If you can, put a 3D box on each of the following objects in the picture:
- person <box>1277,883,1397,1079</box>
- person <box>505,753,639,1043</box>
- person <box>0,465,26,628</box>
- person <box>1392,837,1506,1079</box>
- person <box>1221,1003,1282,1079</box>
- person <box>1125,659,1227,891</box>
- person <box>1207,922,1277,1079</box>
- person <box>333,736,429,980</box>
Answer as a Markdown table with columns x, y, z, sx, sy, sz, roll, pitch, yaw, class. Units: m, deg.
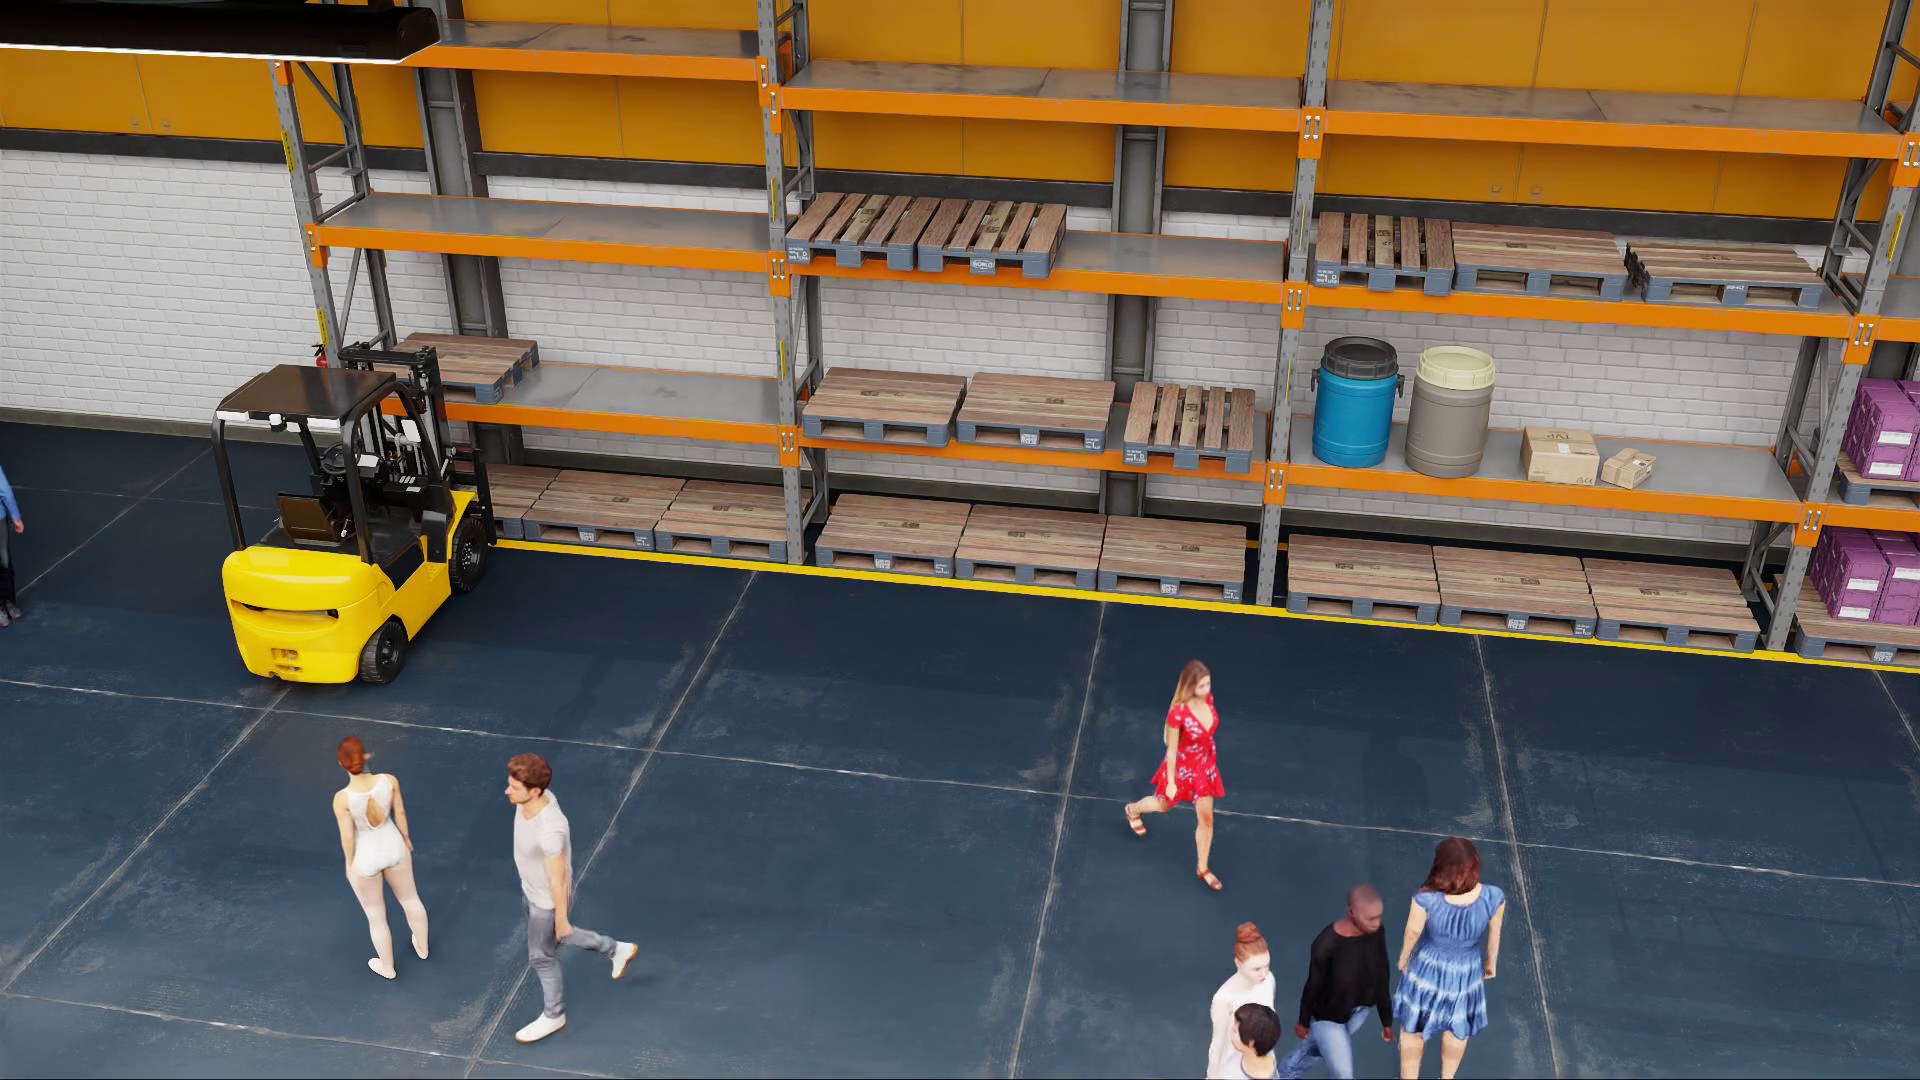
| x | y | z | sx | sy | sz | roll | pitch | yaw | class |
| --- | --- | --- | --- | --- | --- | --- | --- | --- | --- |
| 1.899 | 2.403 | 8.585 | 1.147 | 1.698 | 1.158 | -16 | 33 | -27 | person |
| -2.218 | 1.937 | 9.253 | 1.134 | 1.878 | 1.019 | -14 | 32 | -24 | person |
| -7.835 | -0.188 | 13.236 | 0.820 | 1.795 | 0.797 | 25 | 37 | 38 | person |
| 2.542 | 2.283 | 8.697 | 0.560 | 1.802 | 0.766 | 5 | 29 | 9 | person |
| 1.472 | 2.842 | 7.960 | 1.061 | 1.527 | 0.719 | -3 | 29 | -6 | person |
| 1.376 | 1.416 | 10.542 | 1.016 | 1.558 | 1.118 | -21 | 35 | -33 | person |
| 1.298 | 2.564 | 8.201 | 0.821 | 1.784 | 0.891 | -20 | 35 | -32 | person |
| -3.385 | 1.838 | 9.679 | 0.617 | 1.643 | 0.639 | -26 | 38 | -38 | person |
